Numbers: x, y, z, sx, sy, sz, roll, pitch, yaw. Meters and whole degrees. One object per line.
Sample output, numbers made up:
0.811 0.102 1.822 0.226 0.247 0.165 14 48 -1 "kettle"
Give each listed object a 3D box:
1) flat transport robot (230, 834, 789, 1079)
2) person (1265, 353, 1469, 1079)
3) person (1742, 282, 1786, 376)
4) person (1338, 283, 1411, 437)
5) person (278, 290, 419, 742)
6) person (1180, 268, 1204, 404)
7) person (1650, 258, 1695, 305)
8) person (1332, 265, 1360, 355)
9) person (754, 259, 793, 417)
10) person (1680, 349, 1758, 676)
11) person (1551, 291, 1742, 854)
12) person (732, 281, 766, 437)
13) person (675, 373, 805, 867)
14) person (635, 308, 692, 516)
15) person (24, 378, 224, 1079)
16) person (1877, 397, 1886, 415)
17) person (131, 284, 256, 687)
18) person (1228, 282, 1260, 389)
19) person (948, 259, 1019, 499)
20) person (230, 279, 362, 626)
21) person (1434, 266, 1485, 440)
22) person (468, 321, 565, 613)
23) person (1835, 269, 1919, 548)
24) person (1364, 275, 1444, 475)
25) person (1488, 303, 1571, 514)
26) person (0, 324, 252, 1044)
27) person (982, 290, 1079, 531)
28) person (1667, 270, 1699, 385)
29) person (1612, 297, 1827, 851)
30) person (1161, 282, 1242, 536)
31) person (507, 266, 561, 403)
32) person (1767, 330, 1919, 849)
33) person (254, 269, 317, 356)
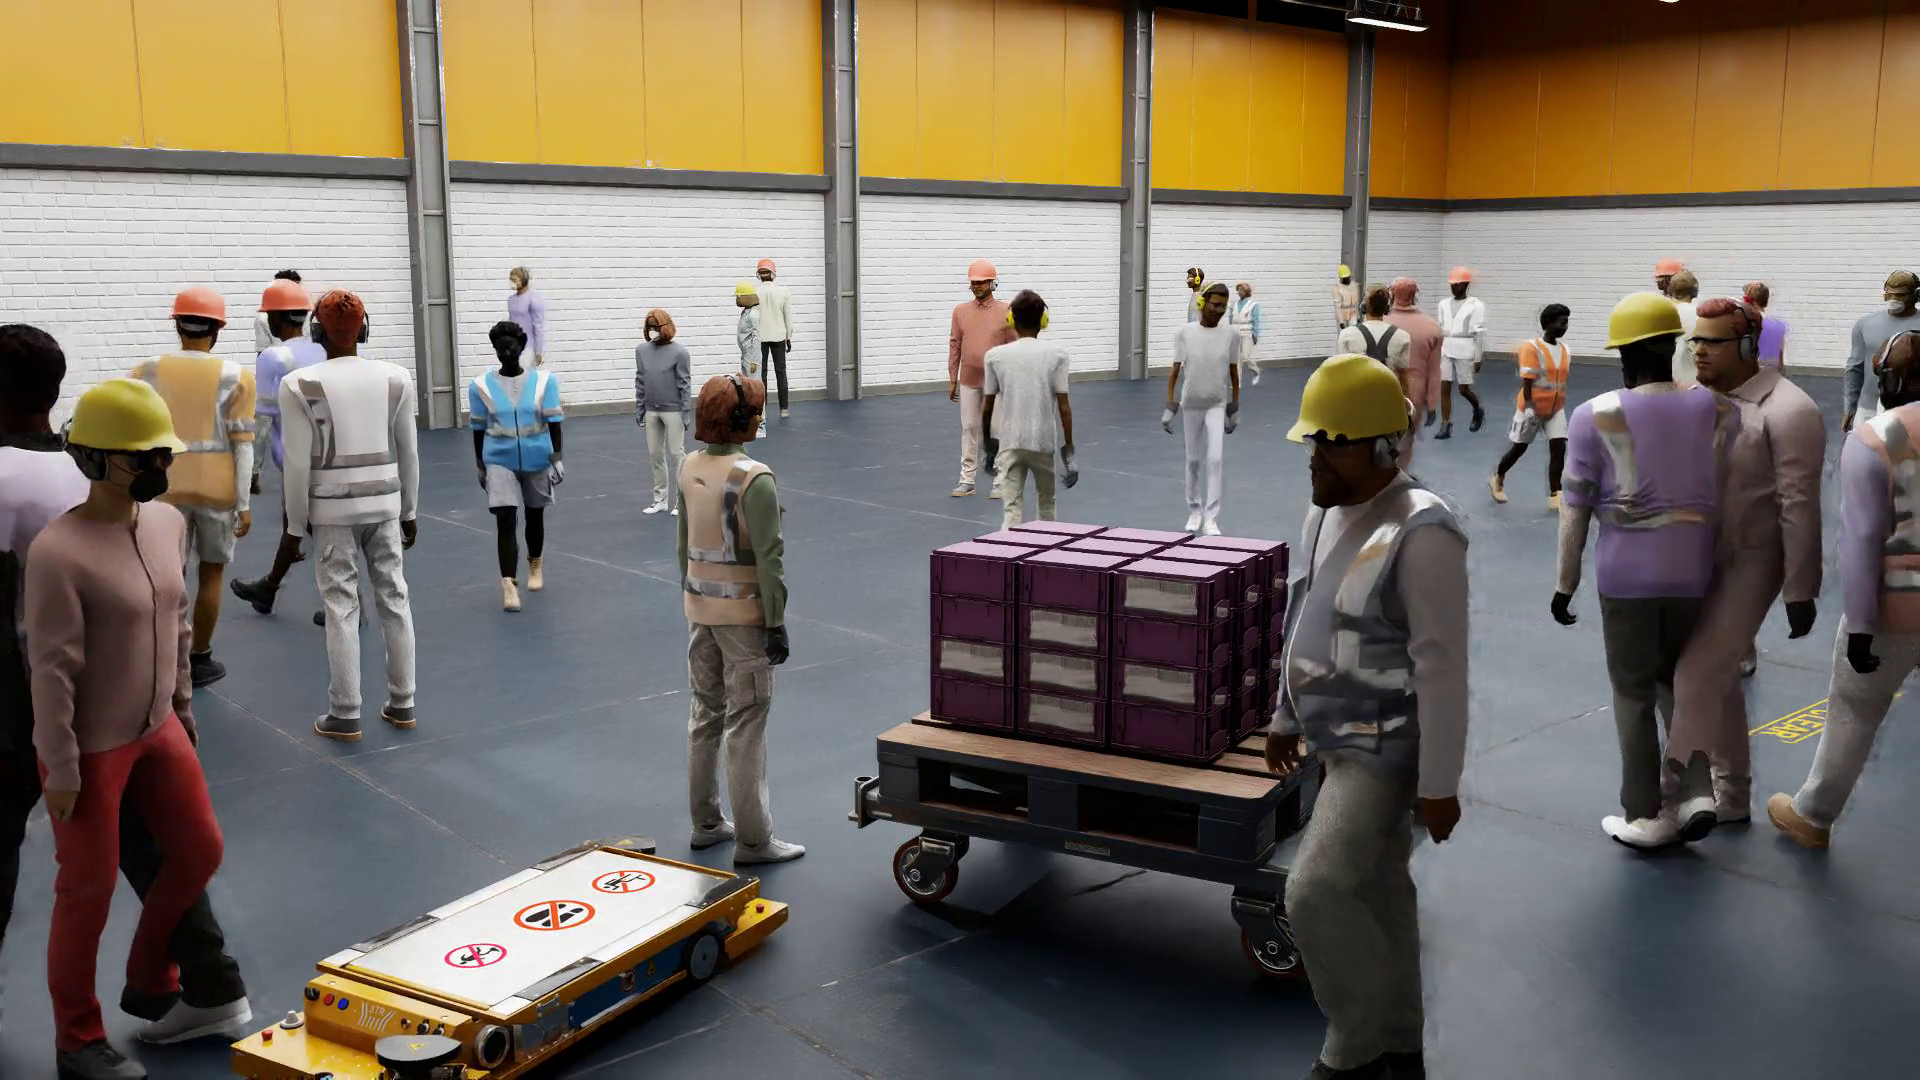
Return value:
-1.141 1.132 4.488 0.652 0.197 1.431 5 11 29 "flat transport robot"
0.911 0.465 3.914 0.570 1.801 0.608 -1 10 -4 "person"
6.800 -1.320 14.387 0.594 1.793 0.975 -5 11 -25 "person"
2.902 -0.894 11.771 0.547 1.831 0.411 0 10 3 "person"
-2.546 -0.098 6.977 0.574 1.883 0.355 -9 13 -42 "person"
3.177 -2.718 22.358 0.309 1.868 0.534 -1 10 -8 "person"
7.479 -1.993 17.740 1.084 1.985 0.629 -1 10 -4 "person"
6.880 -3.924 29.438 0.675 1.864 0.748 -3 10 -18 "person"
-2.407 -2.533 20.925 0.609 1.988 0.392 -3 10 -15 "person"
3.696 -0.214 8.073 0.543 1.735 0.487 9 14 44 "person"
2.324 0.117 5.643 0.589 1.904 0.434 -1 10 -7 "person"
-2.362 -2.010 18.583 0.319 1.740 0.492 -4 10 -20 "person"
-0.756 0.267 5.547 0.306 1.640 0.522 -9 13 -43 "person"
-2.310 -0.991 12.979 0.496 1.623 0.313 5 11 25 "person"
-2.025 0.474 4.050 0.437 1.738 0.539 2 10 9 "person"
4.648 -0.259 7.913 0.575 1.885 0.355 3 10 16 "person"
-3.511 -0.210 7.592 0.572 1.899 0.717 -2 10 -10 "person"
4.347 -3.122 25.437 0.456 1.626 0.517 -10 14 -44 "person"
0.190 -1.339 13.910 0.622 1.994 0.381 3 10 19 "person"
-3.701 -0.468 9.111 0.957 1.888 0.569 3 10 18 "person"
5.573 -2.080 18.493 0.757 1.918 0.549 -9 14 -44 "person"
-2.590 -0.460 9.749 0.529 1.655 0.864 -3 10 -18 "person"
6.342 -0.866 11.326 0.627 1.934 0.371 9 13 42 "person"
3.336 -1.068 12.668 0.652 1.878 0.812 0 10 -1 "person"
4.602 -1.067 13.281 0.527 1.663 0.848 -4 10 -21 "person"
-2.300 0.387 4.230 1.013 1.862 0.600 2 10 13 "person"
0.403 -0.509 9.565 0.586 1.819 0.929 2 10 9 "person"
5.742 -1.208 13.396 0.633 1.919 0.708 9 13 42 "person"
2.490 0.124 5.688 0.837 1.877 0.668 -2 10 -14 "person"
1.737 -0.928 11.982 0.558 1.825 0.878 1 10 8 "person"
-4.993 -2.227 19.363 0.631 1.919 0.703 9 13 43 "person"
3.090 0.229 5.370 0.664 1.789 0.896 -1 10 -6 "person"
-5.814 -1.402 14.551 0.618 1.909 1.024 -4 11 -24 "person"
